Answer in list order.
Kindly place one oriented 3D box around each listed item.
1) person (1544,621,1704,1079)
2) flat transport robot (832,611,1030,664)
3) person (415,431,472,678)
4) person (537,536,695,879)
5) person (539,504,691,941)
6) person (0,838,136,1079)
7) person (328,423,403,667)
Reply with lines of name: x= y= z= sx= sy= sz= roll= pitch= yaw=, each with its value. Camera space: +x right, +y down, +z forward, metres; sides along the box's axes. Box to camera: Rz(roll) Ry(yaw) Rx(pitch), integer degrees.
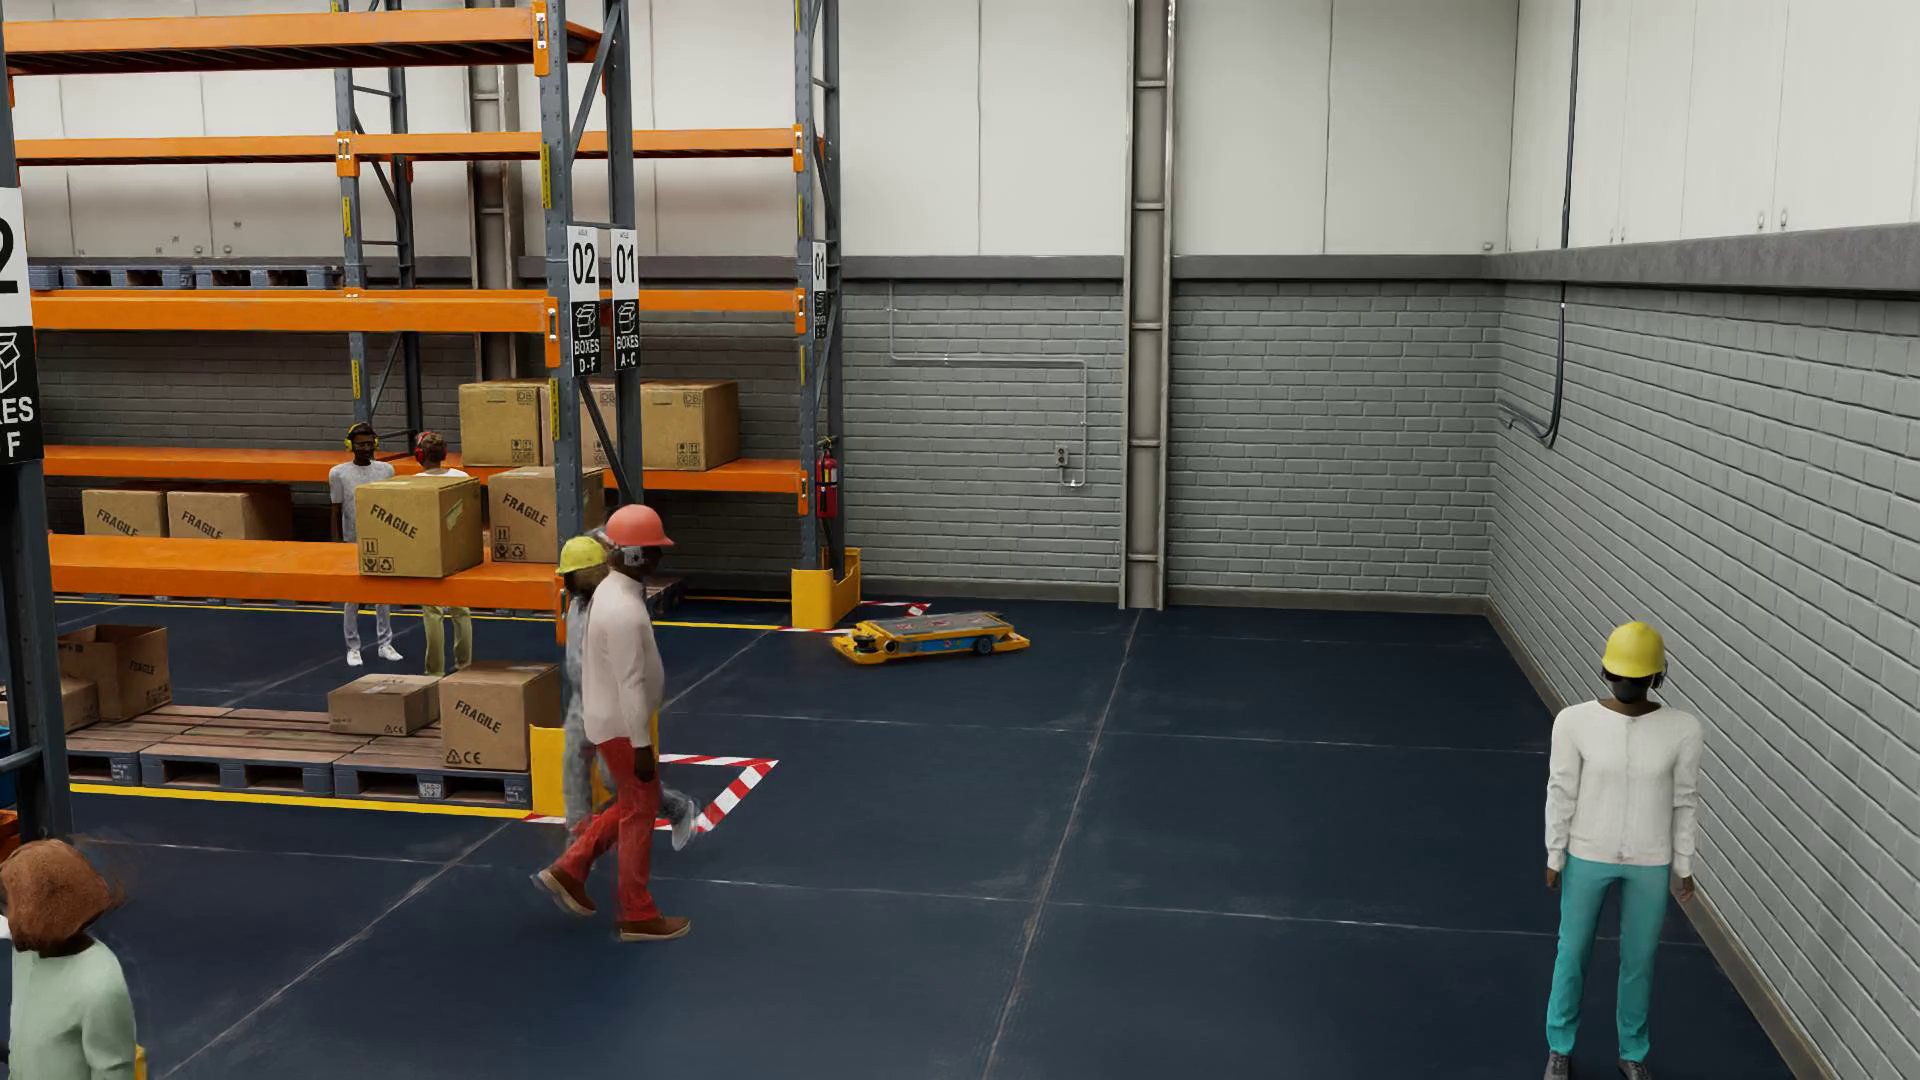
person: x=2.380 y=1.152 z=5.991 sx=0.528 sy=1.765 sz=0.328 roll=2 pitch=9 yaw=10
flat transport robot: x=-0.231 y=0.753 z=13.088 sx=1.431 sy=0.197 sz=0.652 roll=-4 pitch=10 yaw=-22
person: x=-3.772 y=0.135 z=12.044 sx=0.389 sy=1.848 sz=0.563 roll=7 pitch=11 yaw=37
person: x=-1.736 y=0.812 z=8.272 sx=0.738 sy=1.710 sz=0.506 roll=-7 pitch=12 yaw=-38
person: x=-1.536 y=0.818 z=7.388 sx=0.574 sy=1.977 sz=0.627 roll=-2 pitch=9 yaw=-10
person: x=-2.216 y=1.515 z=4.245 sx=0.505 sy=1.600 sz=0.764 roll=8 pitch=12 yaw=41
person: x=-4.520 y=0.031 z=12.664 sx=0.510 sy=1.861 sz=0.327 roll=-7 pitch=11 yaw=-37
